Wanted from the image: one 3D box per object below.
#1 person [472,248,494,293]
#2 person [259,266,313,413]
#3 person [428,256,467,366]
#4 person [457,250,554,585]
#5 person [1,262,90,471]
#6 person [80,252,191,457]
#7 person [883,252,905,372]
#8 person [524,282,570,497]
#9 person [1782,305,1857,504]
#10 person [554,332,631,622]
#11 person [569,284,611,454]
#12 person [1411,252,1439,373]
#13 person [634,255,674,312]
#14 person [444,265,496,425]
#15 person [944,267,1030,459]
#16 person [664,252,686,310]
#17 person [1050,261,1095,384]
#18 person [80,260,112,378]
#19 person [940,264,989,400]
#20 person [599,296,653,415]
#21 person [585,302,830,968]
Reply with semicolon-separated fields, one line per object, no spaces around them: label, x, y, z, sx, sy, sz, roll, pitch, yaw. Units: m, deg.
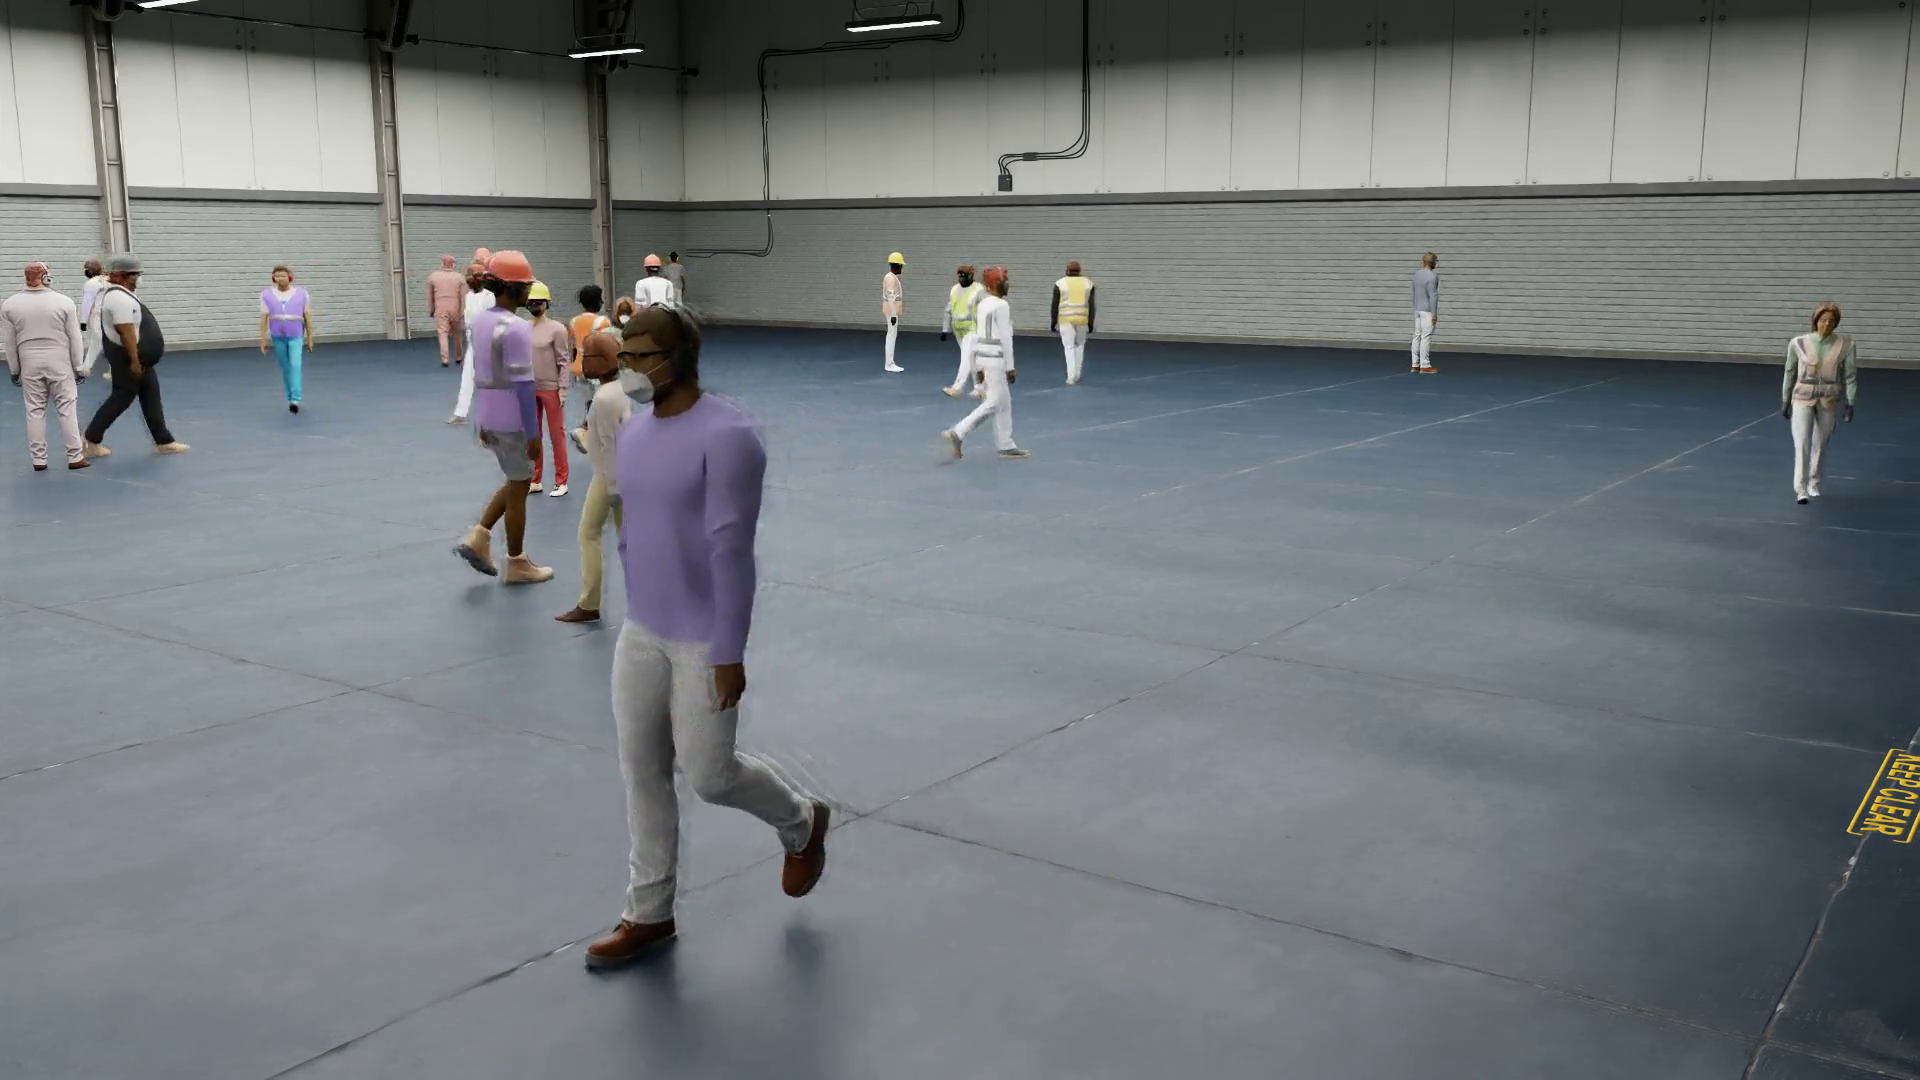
person;-7.942;-3.889;27.897;0.393;1.992;0.622;-9;14;-43
person;-8.300;-2.460;20.457;0.585;1.786;0.971;-2;10;-13
person;-8.718;-3.898;28.366;0.656;1.846;1.022;-2;10;-12
person;-2.730;-0.716;10.030;0.483;2.031;0.640;-8;13;-39
person;-8.368;-1.584;15.256;0.637;1.904;0.403;-3;10;-14
person;-8.163;-1.826;16.219;0.966;2.000;0.690;-4;11;-23
person;-1.062;-3.698;27.026;0.382;1.922;0.594;0;10;-1
person;-3.446;-1.236;13.674;0.527;1.772;0.301;4;11;20
person;6.924;-1.098;13.417;0.519;1.585;0.893;4;11;19
person;-1.842;-0.340;9.110;0.726;1.607;0.501;0;10;2
person;-3.567;-1.618;16.027;0.545;1.684;0.544;7;13;36
person;7.472;-3.639;26.661;0.357;1.937;0.638;-2;10;-12
person;-4.411;-3.109;23.776;0.557;1.896;0.893;-7;12;-34
person;-5.498;-2.247;19.166;0.592;1.833;1.011;8;13;38
person;0.261;-1.677;15.903;0.839;1.861;0.577;-3;11;-16
person;-7.062;-6.207;41.234;0.507;1.872;0.329;-1;10;-4
person;1.654;-3.255;24.870;0.632;1.808;0.866;-2;10;-13
person;-13.362;-3.377;25.555;0.901;1.802;0.654;0;10;-1
person;0.063;-2.782;22.258;0.982;1.786;0.628;-10;14;-43
person;-2.908;-1.319;14.566;0.495;1.622;0.374;0;10;2
person;-0.750;0.262;4.877;0.637;1.918;0.744;9;13;41
